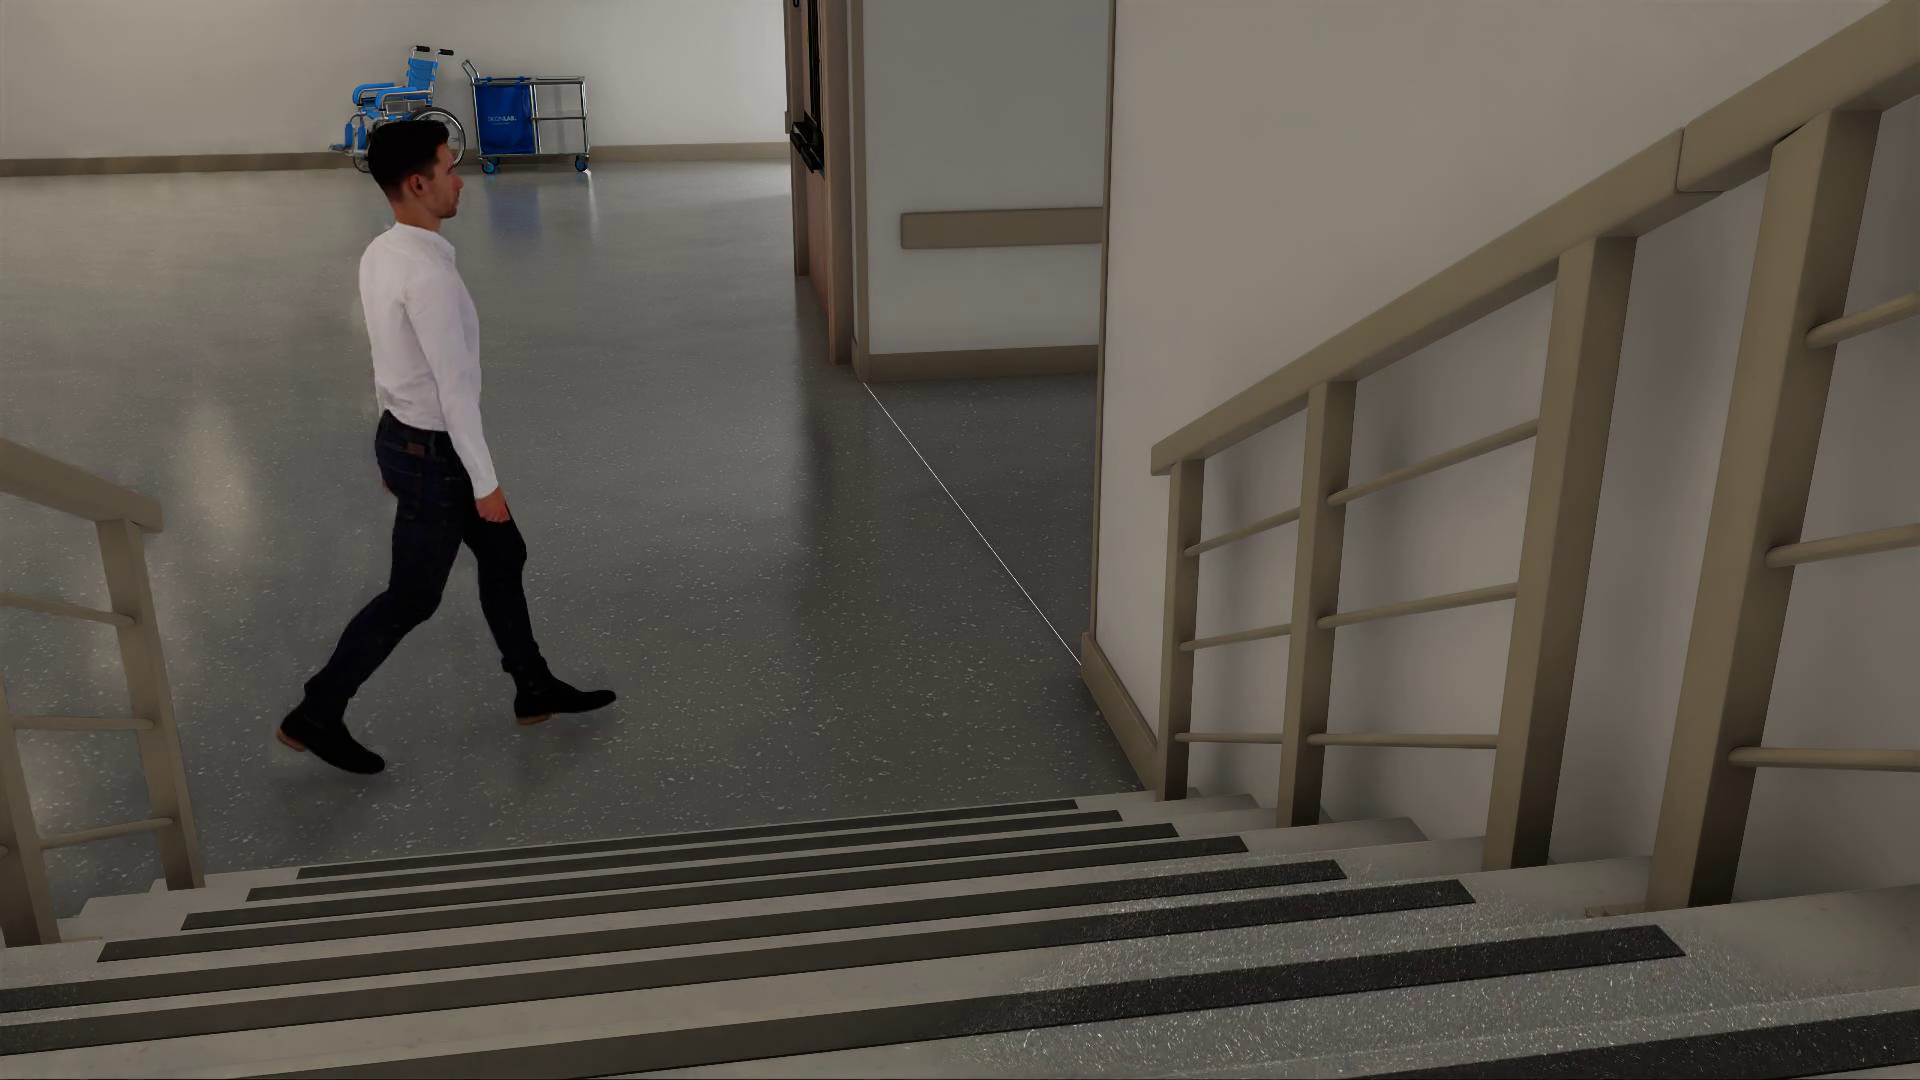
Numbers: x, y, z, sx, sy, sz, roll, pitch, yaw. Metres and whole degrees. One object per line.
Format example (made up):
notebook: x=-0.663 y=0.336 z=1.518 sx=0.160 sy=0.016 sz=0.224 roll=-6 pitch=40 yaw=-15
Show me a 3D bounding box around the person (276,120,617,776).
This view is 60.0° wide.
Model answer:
person: x=-1.578 y=-0.206 z=4.652 sx=0.951 sy=1.841 sz=1.230 roll=-10 pitch=23 yaw=-25
